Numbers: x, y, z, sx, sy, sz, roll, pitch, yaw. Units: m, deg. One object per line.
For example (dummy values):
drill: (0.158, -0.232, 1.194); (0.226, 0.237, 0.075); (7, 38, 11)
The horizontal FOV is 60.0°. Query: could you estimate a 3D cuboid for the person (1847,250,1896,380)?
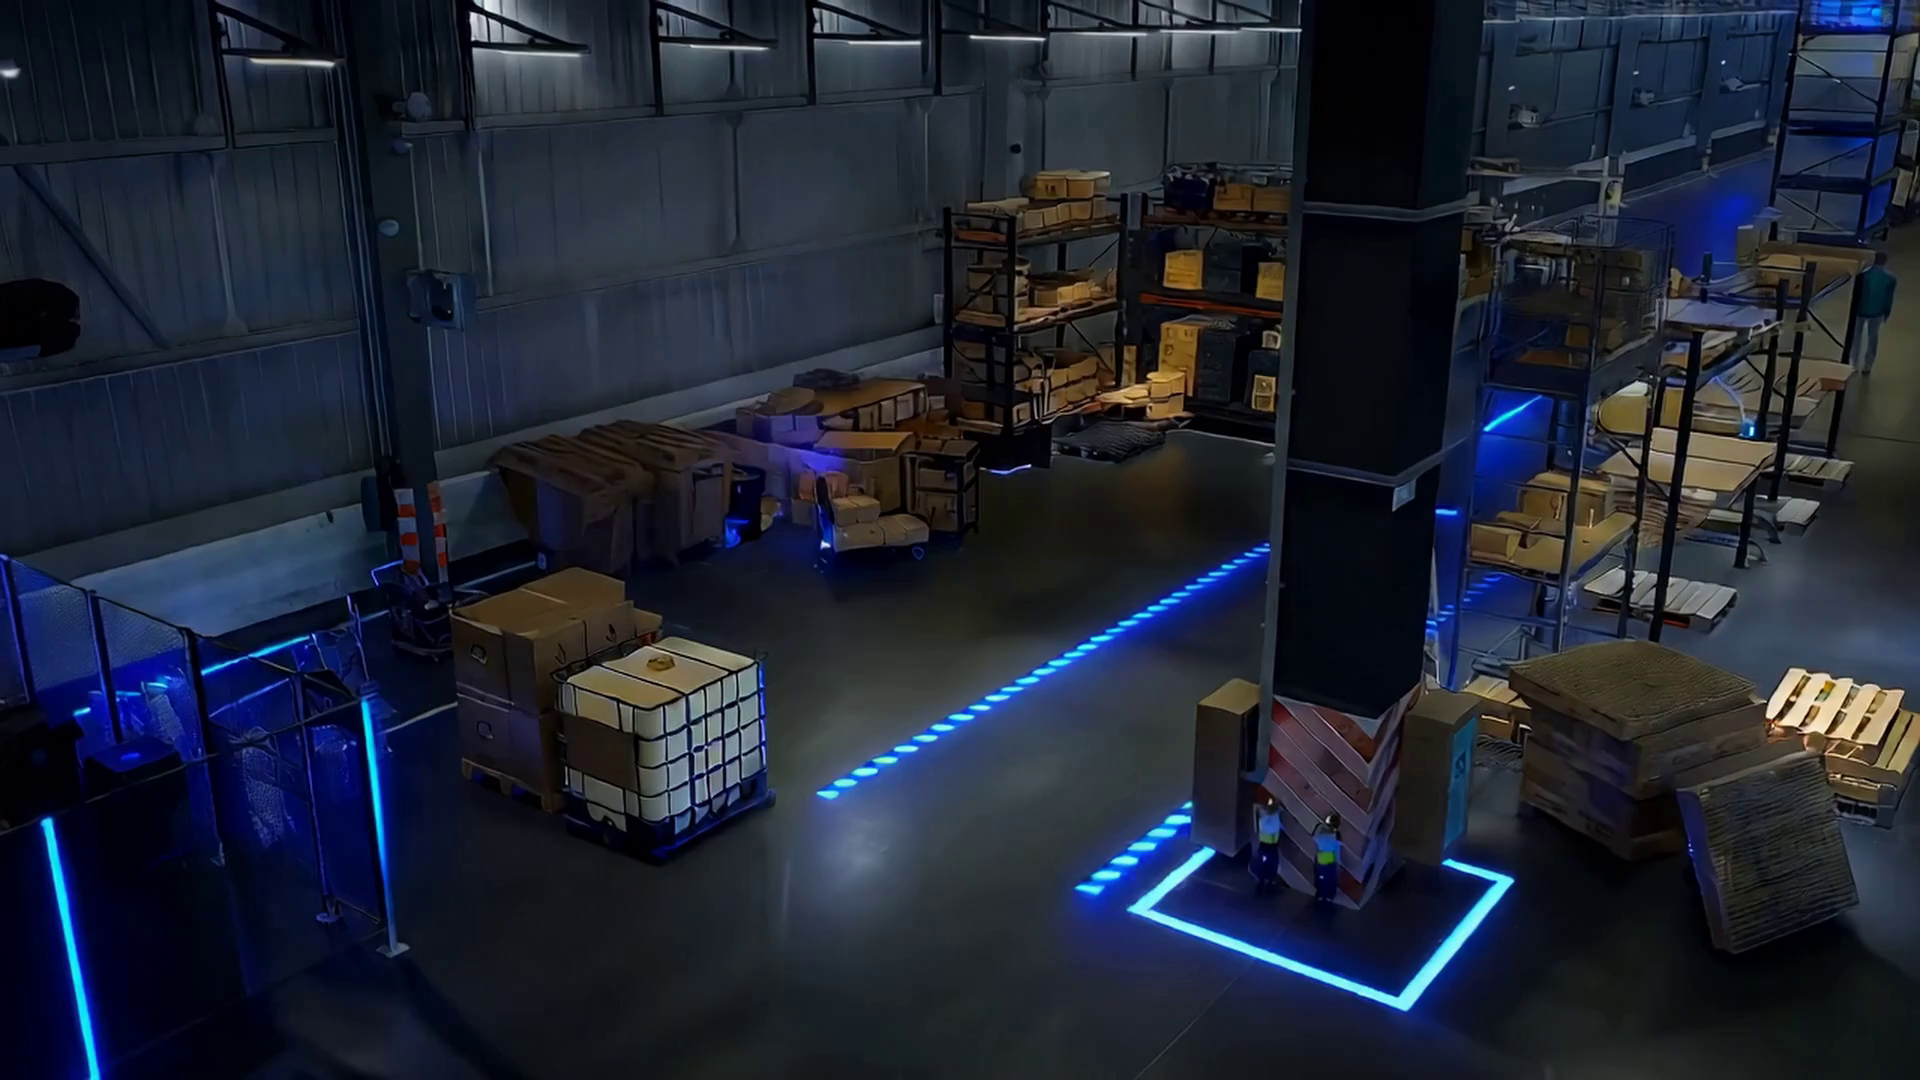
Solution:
person: (14.014, -3.471, 25.643); (0.379, 1.996, 0.611); (-17, 24, -41)
